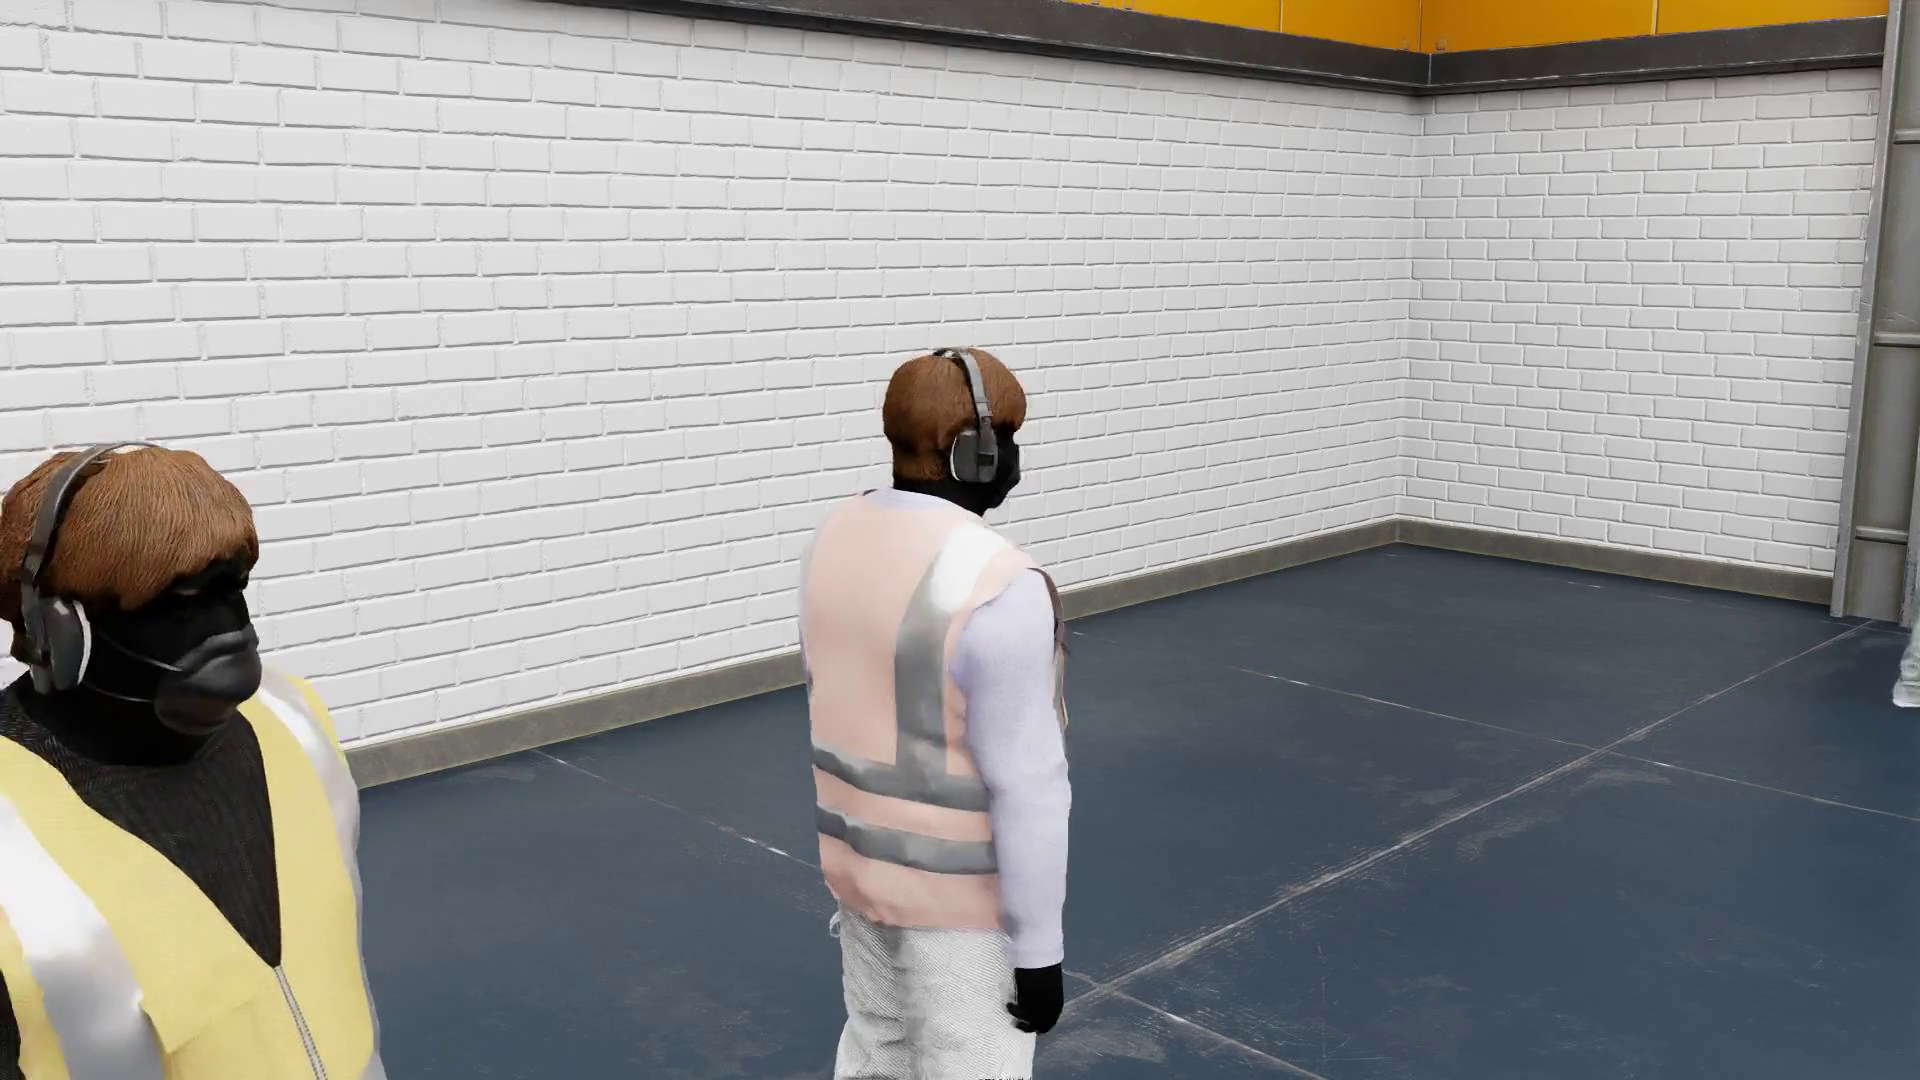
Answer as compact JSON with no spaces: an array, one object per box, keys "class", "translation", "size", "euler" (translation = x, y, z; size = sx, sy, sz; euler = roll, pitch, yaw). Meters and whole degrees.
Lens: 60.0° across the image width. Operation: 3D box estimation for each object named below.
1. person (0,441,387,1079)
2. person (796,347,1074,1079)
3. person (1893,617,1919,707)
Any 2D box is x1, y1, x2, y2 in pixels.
[{"class":"person","translation":[-0.811,0.806,1.736],"size":[0.459,1.823,0.660],"euler":[3,11,18]},{"class":"person","translation":[-0.025,0.589,2.887],"size":[0.429,1.838,0.643],"euler":[-8,13,-36]},{"class":"person","translation":[4.207,-0.074,6.847],"size":[0.431,1.701,0.494],"euler":[2,11,10]}]
